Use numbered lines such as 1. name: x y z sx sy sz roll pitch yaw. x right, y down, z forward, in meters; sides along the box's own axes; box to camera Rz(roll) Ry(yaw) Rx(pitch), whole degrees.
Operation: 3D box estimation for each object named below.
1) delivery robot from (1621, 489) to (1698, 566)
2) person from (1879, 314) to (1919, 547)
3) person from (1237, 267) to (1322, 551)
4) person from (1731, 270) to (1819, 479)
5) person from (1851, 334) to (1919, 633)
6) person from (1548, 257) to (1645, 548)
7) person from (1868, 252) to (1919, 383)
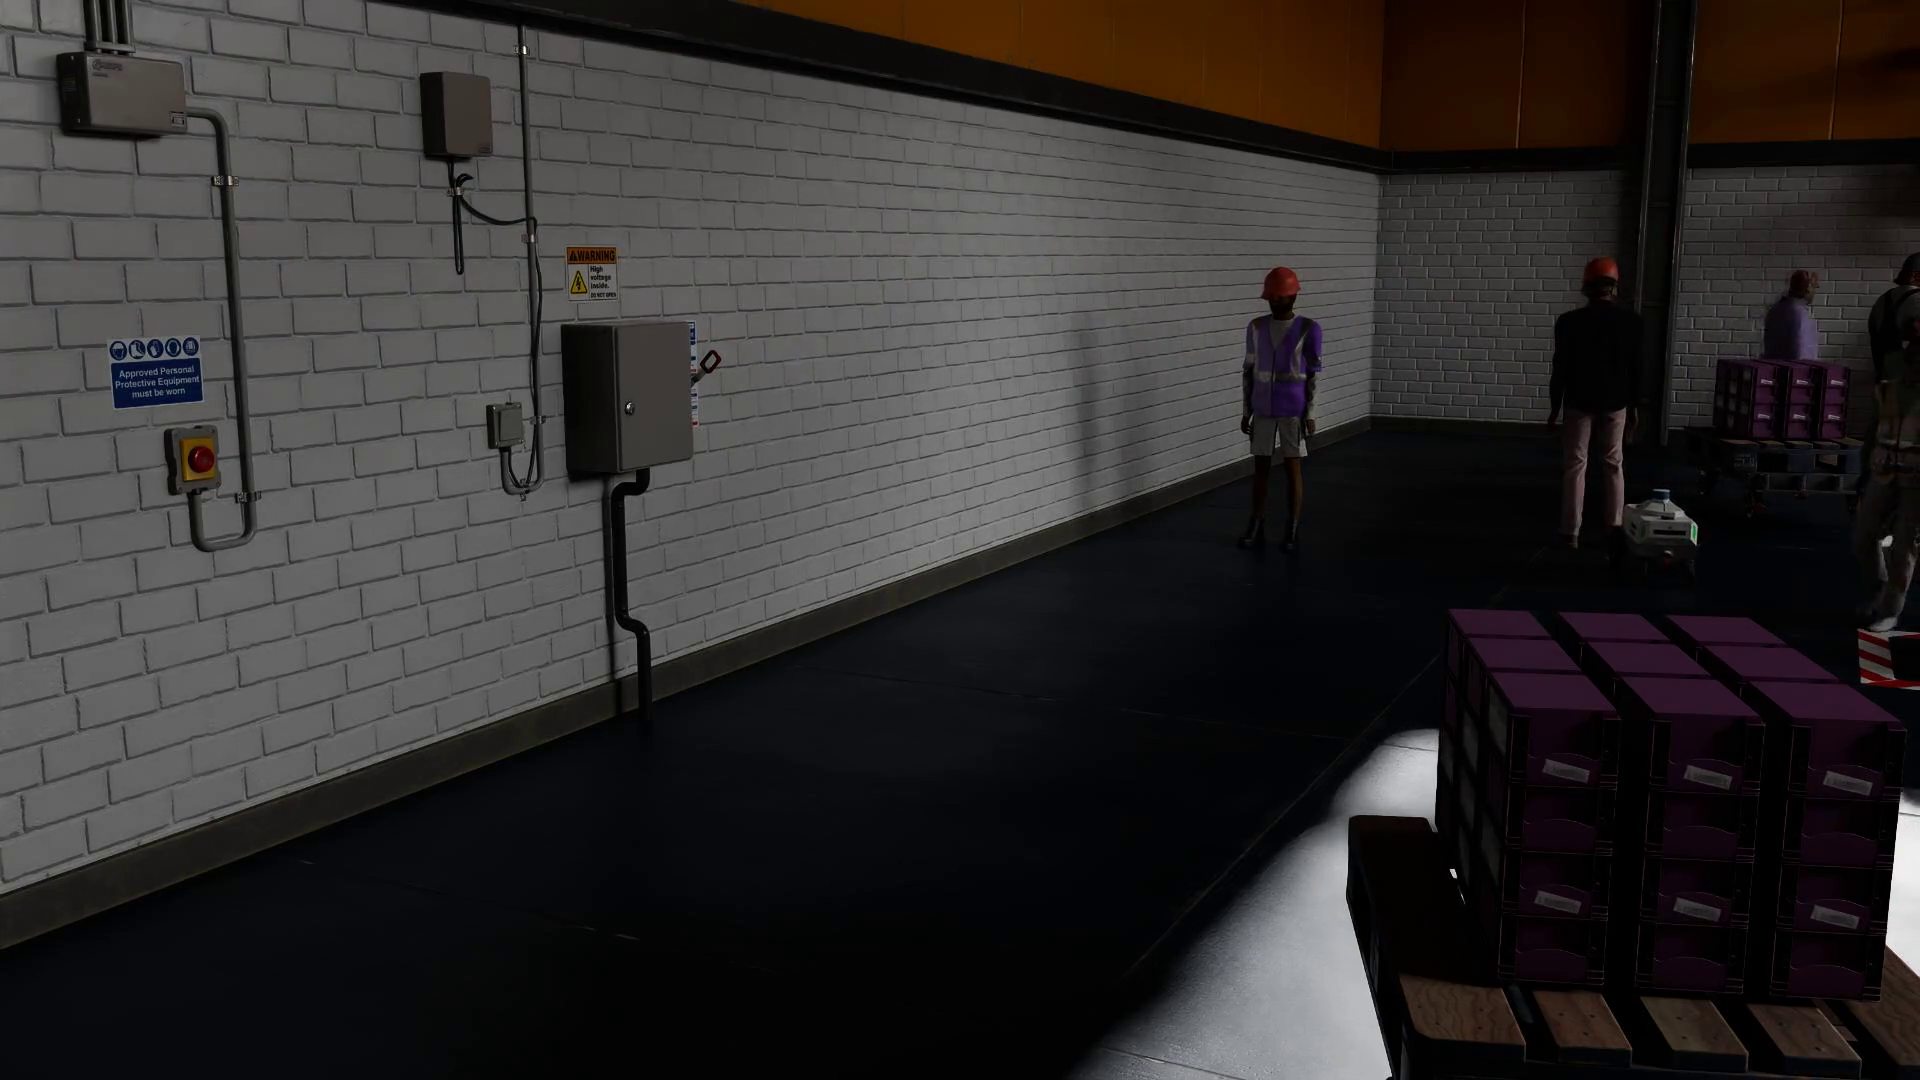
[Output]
1. delivery robot: 4.337 -0.073 10.323 0.477 0.478 0.707 2 10 13
2. person: 6.561 -0.752 11.444 0.509 1.612 0.531 -3 10 -17
3. person: 2.168 -0.886 11.333 0.542 1.927 0.380 6 11 29
4. person: 6.964 -1.351 14.159 0.683 1.880 0.674 1 10 4
5. person: 4.999 -0.292 8.802 0.347 1.615 0.533 -6 12 -32
6. person: 4.350 -0.932 11.411 0.622 1.990 0.402 1 10 5
7. person: 8.470 -1.548 14.839 0.536 2.000 0.684 -2 10 -13
